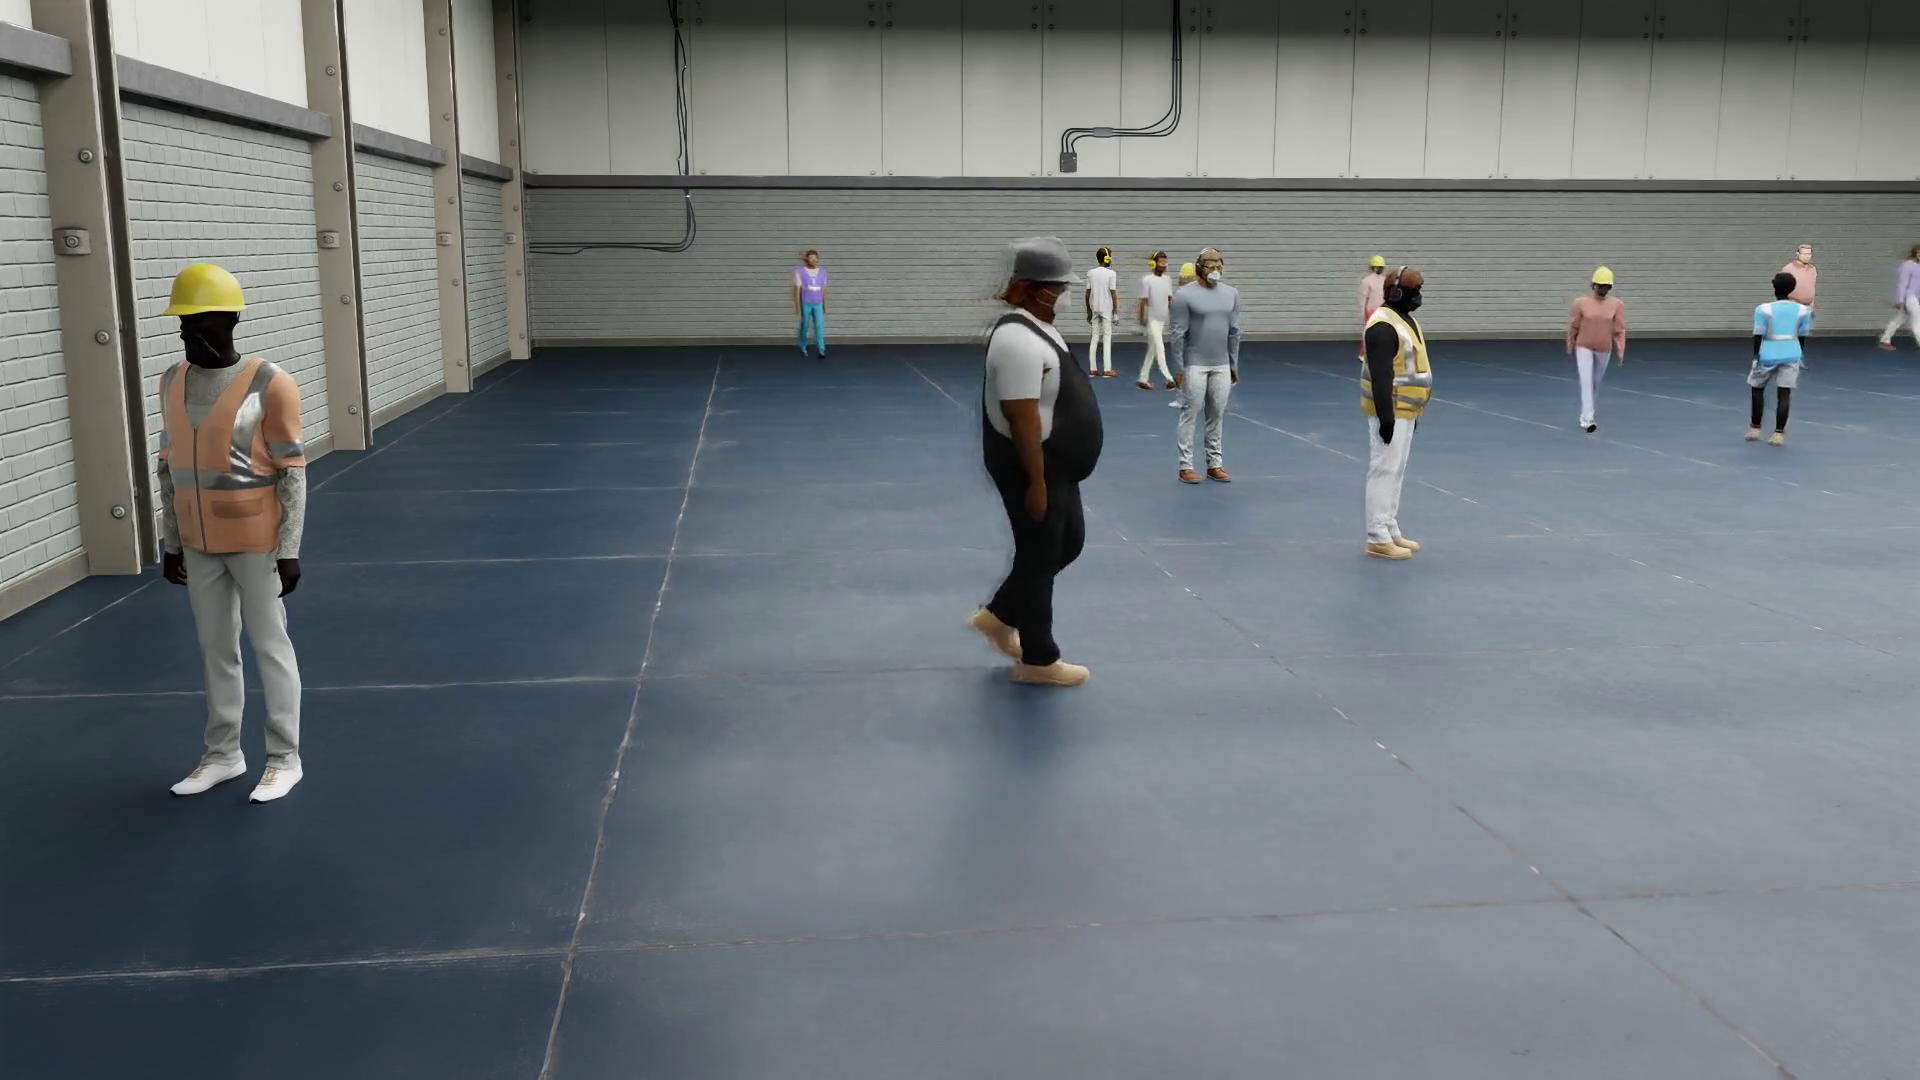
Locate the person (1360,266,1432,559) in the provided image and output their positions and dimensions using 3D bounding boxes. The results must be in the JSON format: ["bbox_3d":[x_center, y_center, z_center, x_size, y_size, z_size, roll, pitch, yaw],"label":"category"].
[{"bbox_3d":[2.762,-0.807,10.553,0.429,1.842,0.632,5,12,27],"label":"person"}]

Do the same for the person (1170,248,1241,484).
[{"bbox_3d":[2.017,-1.426,13.699,0.627,1.933,0.359,-4,11,-23],"label":"person"}]

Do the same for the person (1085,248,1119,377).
[{"bbox_3d":[2.062,-3.289,24.082,0.538,1.865,0.312,7,13,35],"label":"person"}]

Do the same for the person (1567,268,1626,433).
[{"bbox_3d":[6.627,-1.976,17.337,0.538,1.700,1.007,1,10,7],"label":"person"}]

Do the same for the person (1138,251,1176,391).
[{"bbox_3d":[2.670,-2.854,21.827,0.516,1.828,0.946,-10,14,-43],"label":"person"}]

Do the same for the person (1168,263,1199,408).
[{"bbox_3d":[2.760,-2.394,19.552,0.490,1.722,0.677,-7,12,-33],"label":"person"}]

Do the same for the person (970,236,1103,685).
[{"bbox_3d":[0.374,-0.350,7.489,0.538,2.000,0.705,2,10,9],"label":"person"}]

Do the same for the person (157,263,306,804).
[{"bbox_3d":[-2.618,-0.015,5.963,0.586,1.928,0.369,3,11,16],"label":"person"}]

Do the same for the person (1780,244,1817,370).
[{"bbox_3d":[12.766,-3.530,25.301,0.652,1.904,0.402,-4,11,-21],"label":"person"}]

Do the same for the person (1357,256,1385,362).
[{"bbox_3d":[6.577,-3.631,26.351,0.533,1.726,0.894,-5,11,-26],"label":"person"}]

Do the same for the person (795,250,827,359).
[{"bbox_3d":[-2.502,-3.955,27.926,0.578,1.805,0.982,-4,11,-23],"label":"person"}]

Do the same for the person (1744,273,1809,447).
[{"bbox_3d":[7.962,-1.768,16.257,0.547,1.664,0.696,1,10,6],"label":"person"}]

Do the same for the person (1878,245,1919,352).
[{"bbox_3d":[16.854,-4.280,29.500,0.634,1.892,1.028,-9,13,-39],"label":"person"}]
